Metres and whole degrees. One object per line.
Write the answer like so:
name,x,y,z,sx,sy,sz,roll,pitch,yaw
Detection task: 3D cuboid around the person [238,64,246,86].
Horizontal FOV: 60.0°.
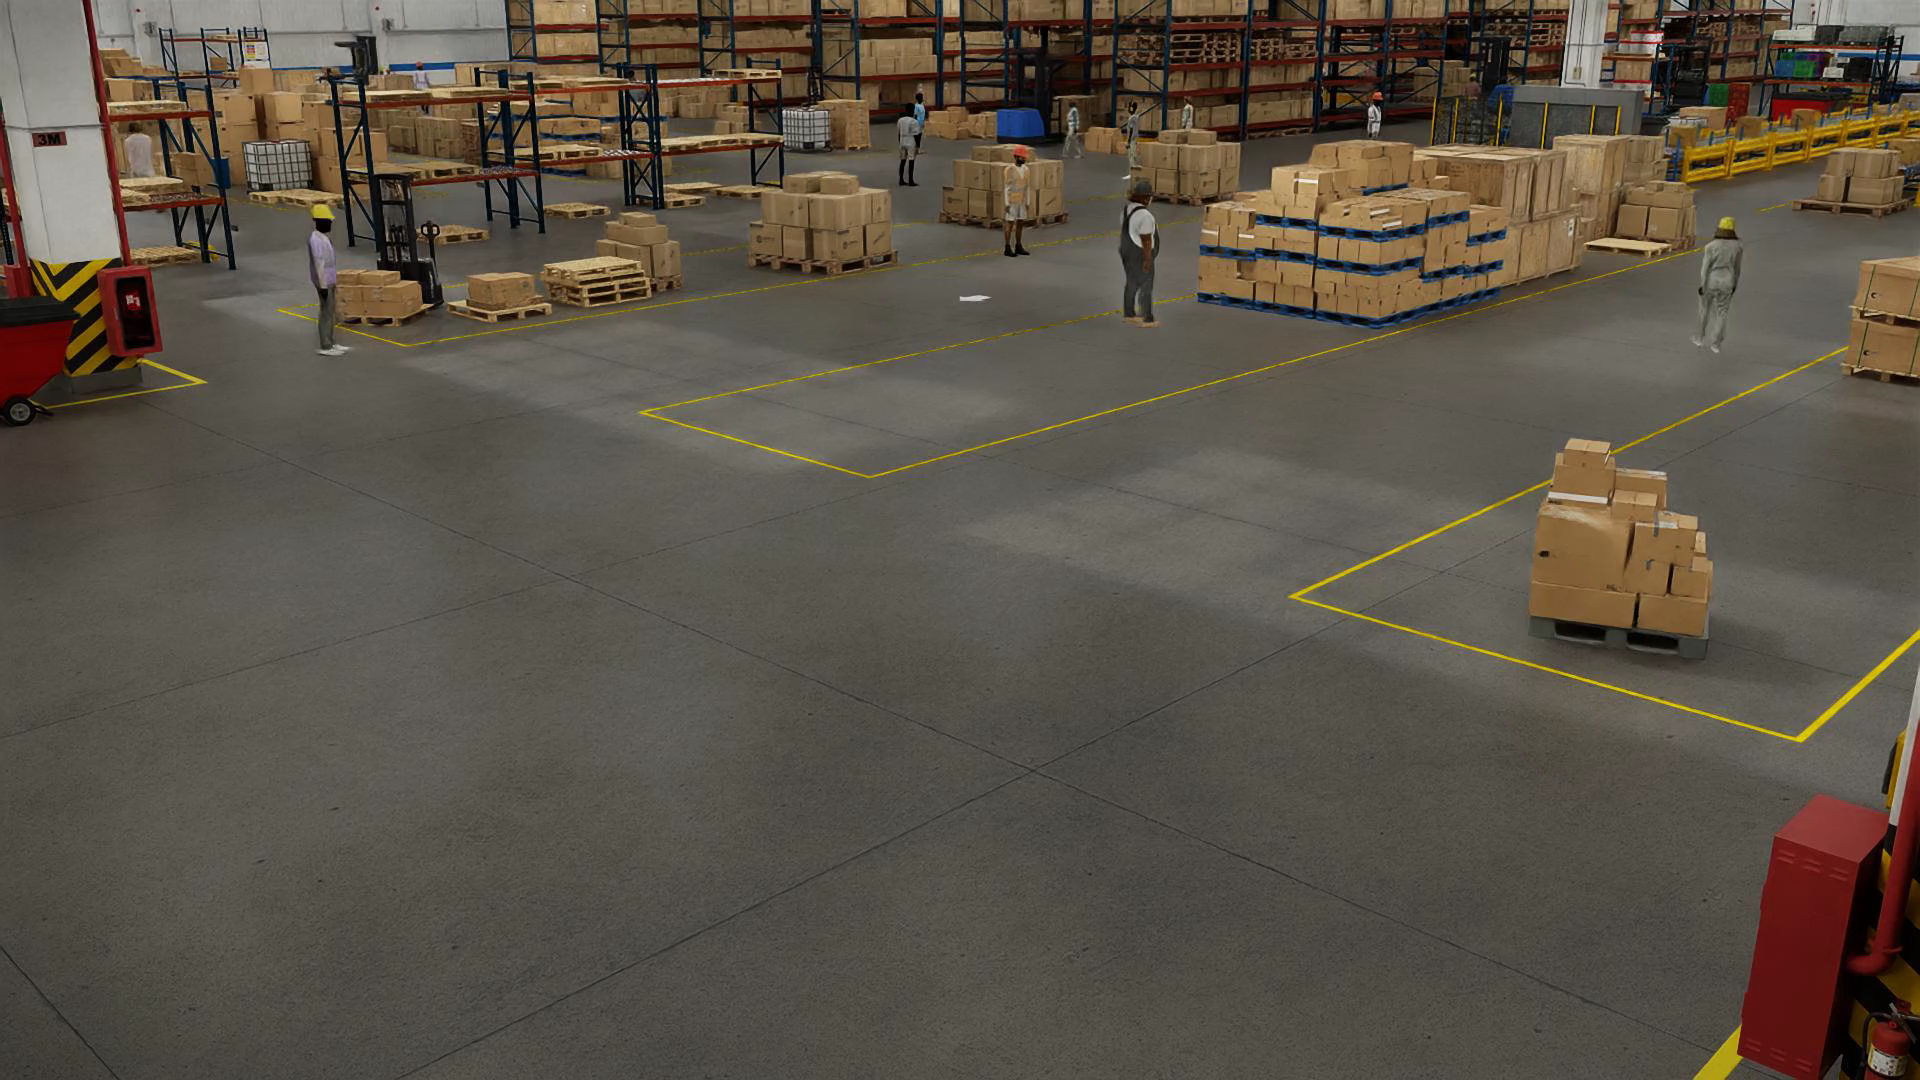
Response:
person,-25.555,-16.003,59.436,0.659,1.953,0.694,13,22,33

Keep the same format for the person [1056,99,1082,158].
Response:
person,3.038,-11.415,46.172,0.831,1.604,0.530,-1,18,-2

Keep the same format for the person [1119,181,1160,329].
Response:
person,2.503,-3.966,23.042,0.535,2.000,0.693,-9,20,-25

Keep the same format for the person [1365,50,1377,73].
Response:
person,19.038,-21.752,76.963,0.433,1.832,0.624,-14,23,-37

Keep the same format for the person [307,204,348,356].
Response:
person,-8.116,-3.338,21.329,0.382,1.924,0.594,-4,19,-11

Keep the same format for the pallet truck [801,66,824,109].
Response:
pallet truck,-4.812,-15.182,56.903,0.823,1.965,1.885,-9,21,-26

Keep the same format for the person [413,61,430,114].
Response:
person,-20.113,-16.891,62.155,0.579,1.926,0.387,-6,19,-19

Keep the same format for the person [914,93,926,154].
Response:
person,-1.160,-11.853,47.342,0.320,1.698,0.531,7,20,20

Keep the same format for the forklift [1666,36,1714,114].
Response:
forklift,27.341,-17.291,61.877,1.129,2.768,1.873,17,25,41

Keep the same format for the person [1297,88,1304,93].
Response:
person,12.732,-16.960,62.790,0.531,1.653,0.877,17,25,41

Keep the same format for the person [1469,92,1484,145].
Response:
person,15.262,-12.375,49.036,0.543,1.613,0.510,-15,24,-38

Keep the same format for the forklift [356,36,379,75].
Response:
forklift,-22.085,-17.432,62.302,1.129,2.768,1.873,17,25,41

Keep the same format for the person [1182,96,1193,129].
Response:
person,6.432,-11.735,47.076,0.307,1.641,0.514,7,20,20

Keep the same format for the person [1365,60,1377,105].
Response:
person,16.552,-18.366,66.672,0.663,1.877,0.684,0,18,-1

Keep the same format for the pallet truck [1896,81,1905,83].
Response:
pallet truck,34.802,-16.331,61.455,0.653,1.274,1.630,17,25,41

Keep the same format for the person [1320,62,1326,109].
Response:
person,13.387,-16.905,62.023,0.375,2.043,0.611,-5,19,-15

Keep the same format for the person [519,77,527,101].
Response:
person,-14.362,-14.309,54.601,0.772,1.799,0.736,-3,19,-10

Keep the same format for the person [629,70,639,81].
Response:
person,-11.034,-14.860,56.077,0.591,1.911,0.389,-8,20,-23

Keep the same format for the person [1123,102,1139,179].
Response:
person,4.237,-9.859,41.065,0.328,1.872,0.514,8,20,24

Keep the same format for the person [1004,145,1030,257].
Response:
person,1.025,-5.938,29.167,0.550,1.929,0.396,-15,23,-37

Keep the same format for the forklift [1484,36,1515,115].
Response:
forklift,19.973,-17.201,61.605,1.873,2.768,1.129,16,24,40

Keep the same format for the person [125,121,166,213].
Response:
person,-17.122,-7.802,34.843,1.026,1.894,0.628,13,22,33

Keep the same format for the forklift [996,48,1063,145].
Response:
forklift,2.071,-13.219,49.609,1.129,2.768,1.873,17,25,41

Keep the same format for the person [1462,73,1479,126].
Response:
person,17.513,-15.117,57.098,0.558,1.735,0.760,4,19,11

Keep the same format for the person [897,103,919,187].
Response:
person,-1.214,-9.368,39.458,0.606,1.957,0.388,15,23,37

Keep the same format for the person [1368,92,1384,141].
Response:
person,10.902,-10.767,43.694,0.365,1.935,0.553,13,22,34

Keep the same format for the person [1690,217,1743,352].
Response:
person,9.873,-3.347,21.690,0.505,1.711,0.794,3,19,8

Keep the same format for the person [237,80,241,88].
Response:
person,-22.431,-13.565,52.177,0.944,1.897,0.657,15,24,38

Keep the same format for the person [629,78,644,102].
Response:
person,-10.108,-13.310,51.422,0.672,1.889,0.991,-8,20,-22

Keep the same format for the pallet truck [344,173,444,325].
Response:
pallet truck,-8.209,-4.181,23.757,0.823,1.965,1.885,3,19,9
